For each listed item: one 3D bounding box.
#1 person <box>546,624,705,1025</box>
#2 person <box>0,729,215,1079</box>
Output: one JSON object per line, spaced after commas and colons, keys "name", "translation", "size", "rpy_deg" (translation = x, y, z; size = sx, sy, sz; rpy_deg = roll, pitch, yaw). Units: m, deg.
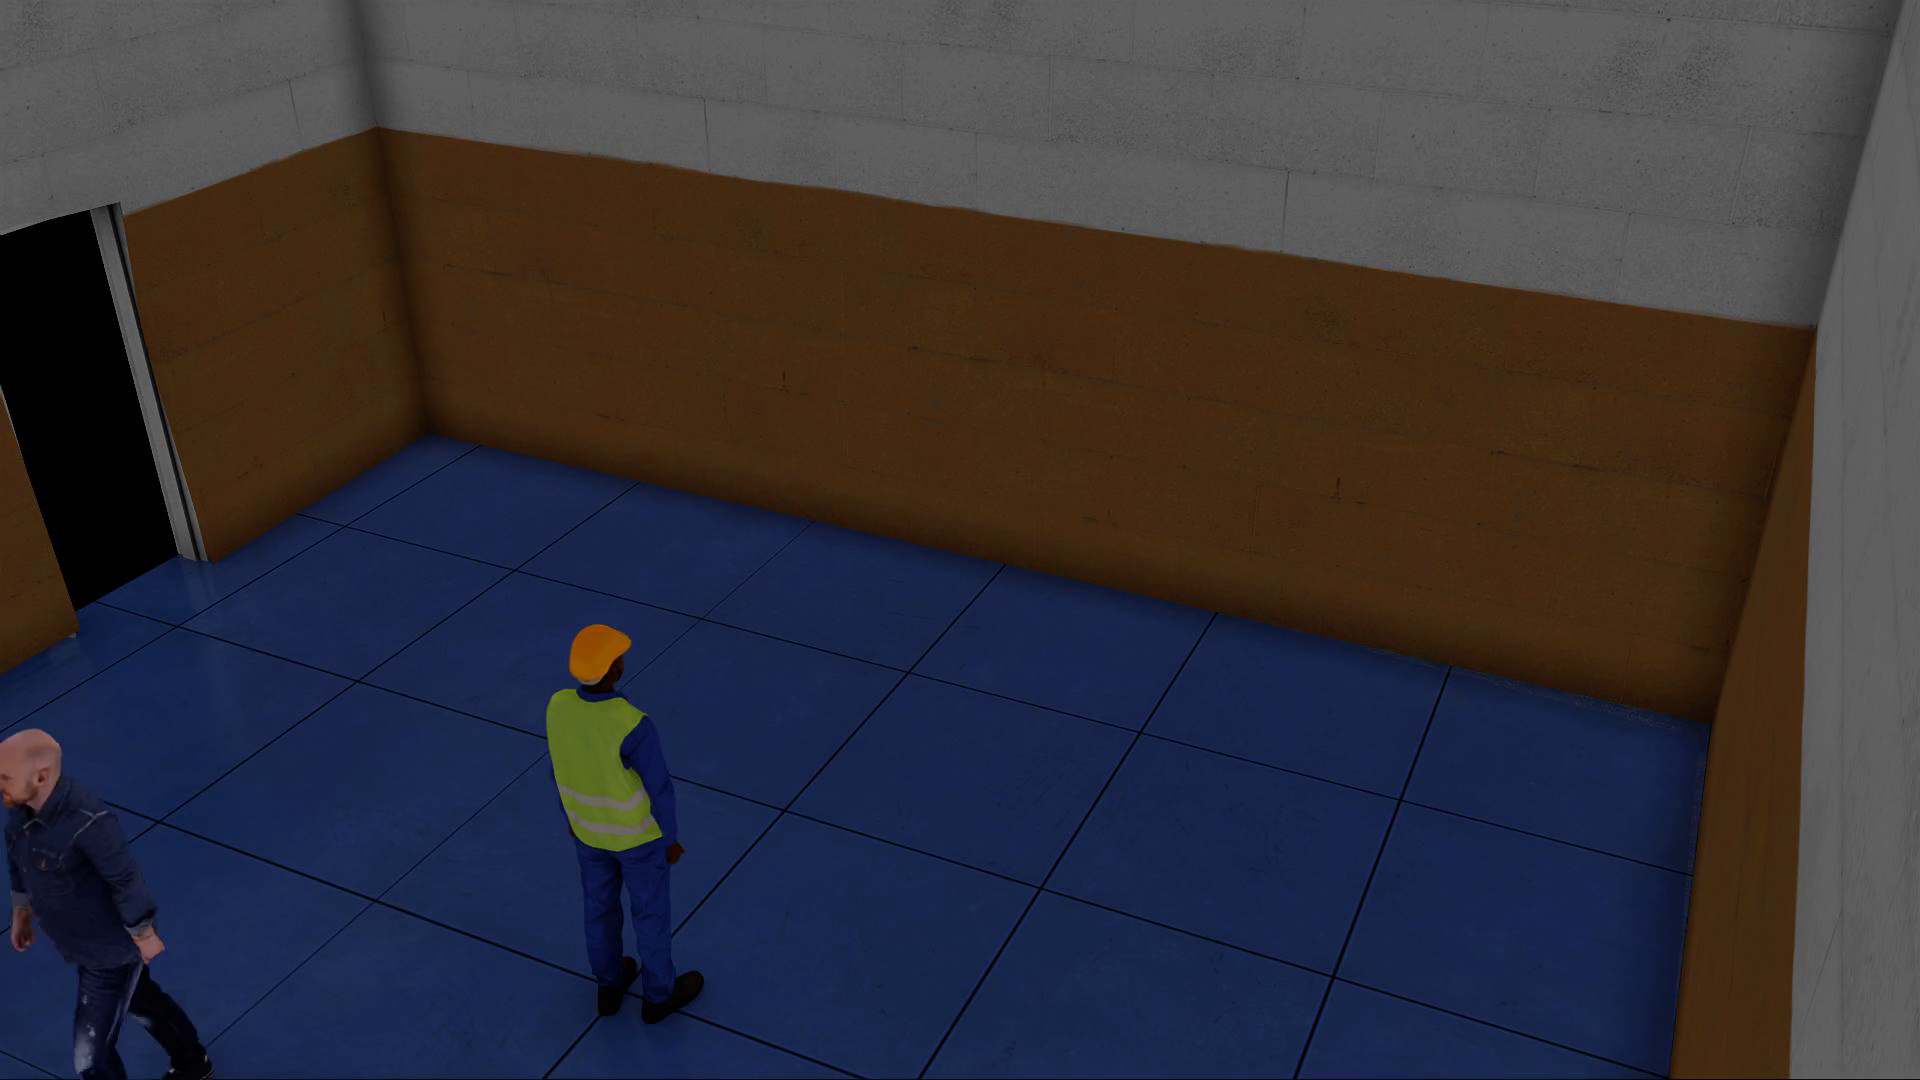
{"name": "person", "translation": [-1.333, 1.106, 6.464], "size": [0.525, 1.813, 0.738], "rpy_deg": [10, 30, 18]}
{"name": "person", "translation": [-3.004, 1.391, 5.955], "size": [0.937, 1.799, 0.899], "rpy_deg": [22, 35, 34]}
